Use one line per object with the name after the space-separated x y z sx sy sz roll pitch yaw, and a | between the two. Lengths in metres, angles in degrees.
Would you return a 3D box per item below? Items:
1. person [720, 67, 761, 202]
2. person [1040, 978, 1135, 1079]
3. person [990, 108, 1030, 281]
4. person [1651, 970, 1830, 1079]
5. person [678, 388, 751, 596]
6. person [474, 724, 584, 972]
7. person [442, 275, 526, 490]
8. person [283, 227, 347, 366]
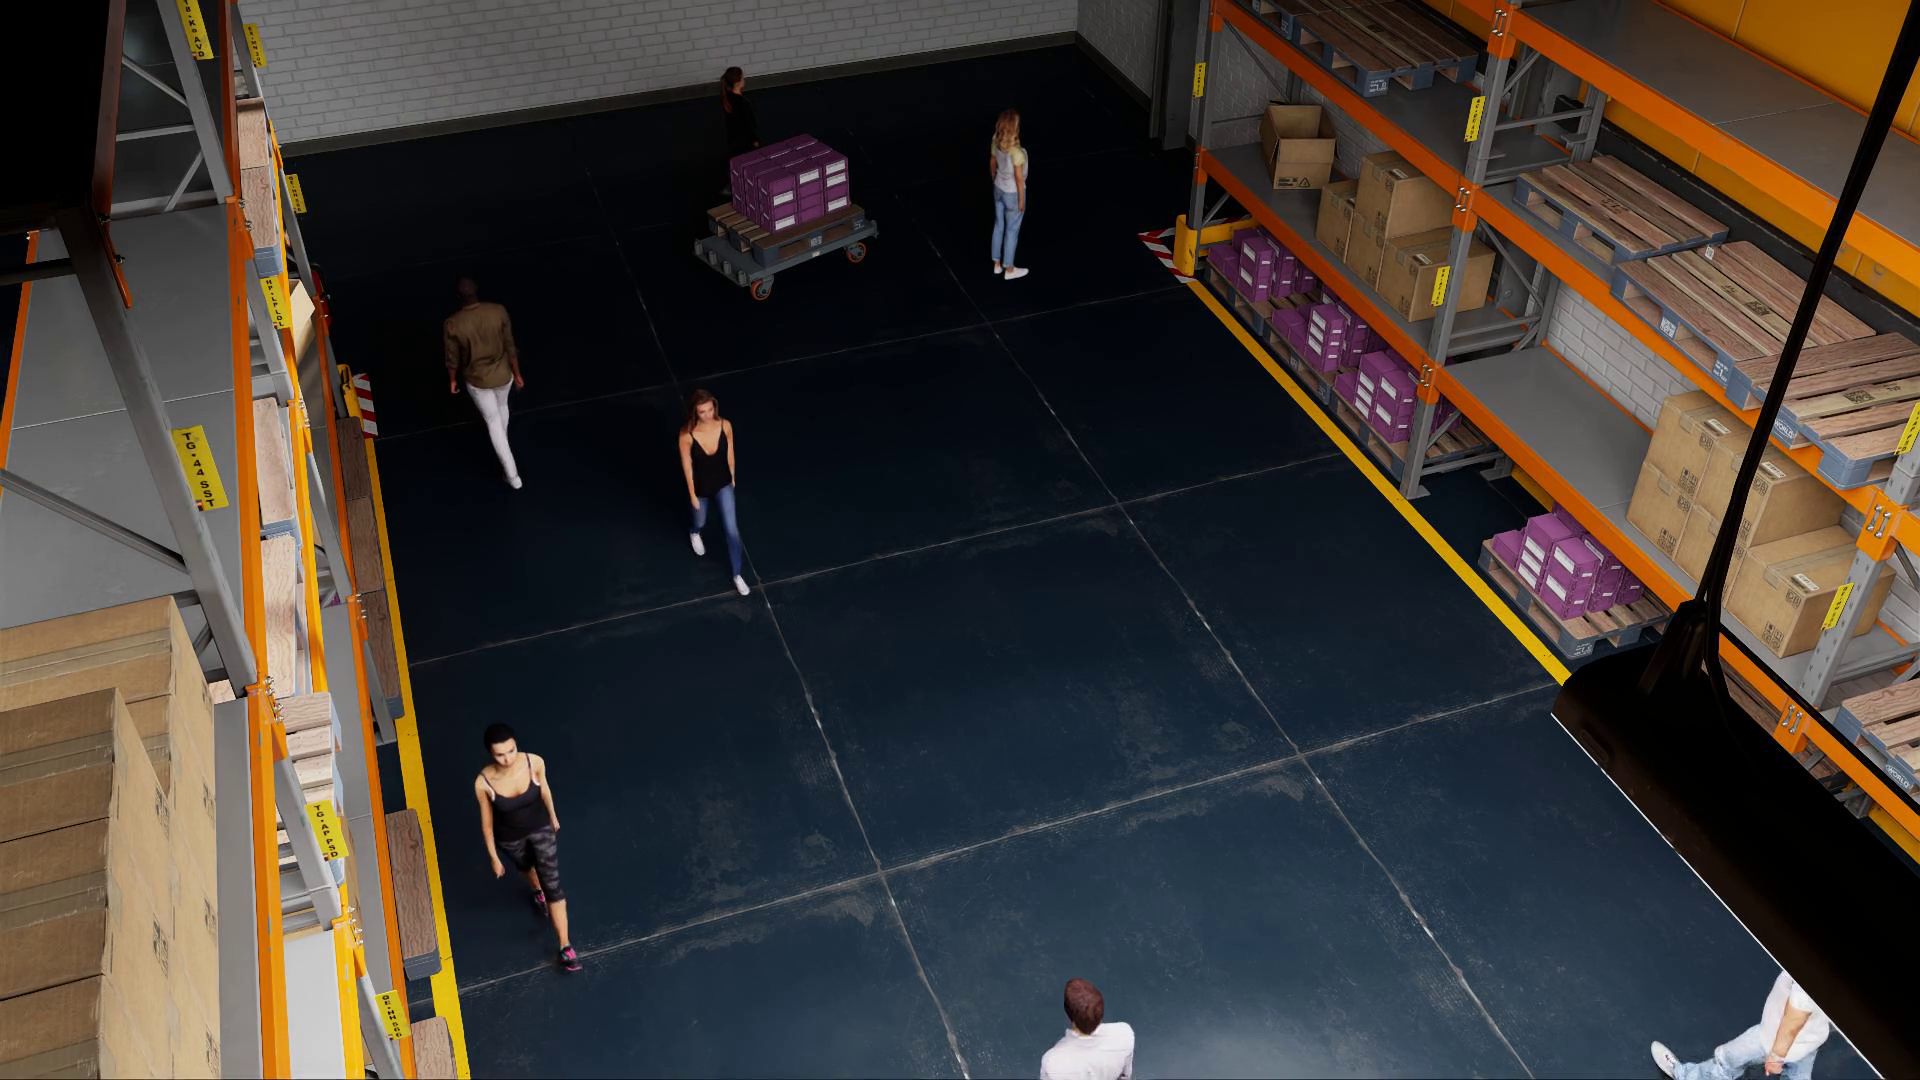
-2.297 -4.083 17.034 0.697 1.545 0.692 -26 45 -29 | person
0.618 2.866 8.100 0.711 1.837 0.734 -15 41 -18 | person
0.462 -3.320 15.938 0.747 1.722 0.587 -26 45 -29 | person
4.310 2.566 8.484 0.796 1.825 1.125 -19 43 -23 | person
-1.895 -0.441 12.358 0.610 1.689 1.090 -15 41 -18 | person
-2.575 1.656 9.726 0.649 1.699 1.078 -16 41 -19 | person
-3.727 -1.227 13.268 0.923 1.783 1.237 -23 44 -26 | person
-5.773 -1.960 14.331 0.662 1.602 0.803 -16 41 -19 | person
